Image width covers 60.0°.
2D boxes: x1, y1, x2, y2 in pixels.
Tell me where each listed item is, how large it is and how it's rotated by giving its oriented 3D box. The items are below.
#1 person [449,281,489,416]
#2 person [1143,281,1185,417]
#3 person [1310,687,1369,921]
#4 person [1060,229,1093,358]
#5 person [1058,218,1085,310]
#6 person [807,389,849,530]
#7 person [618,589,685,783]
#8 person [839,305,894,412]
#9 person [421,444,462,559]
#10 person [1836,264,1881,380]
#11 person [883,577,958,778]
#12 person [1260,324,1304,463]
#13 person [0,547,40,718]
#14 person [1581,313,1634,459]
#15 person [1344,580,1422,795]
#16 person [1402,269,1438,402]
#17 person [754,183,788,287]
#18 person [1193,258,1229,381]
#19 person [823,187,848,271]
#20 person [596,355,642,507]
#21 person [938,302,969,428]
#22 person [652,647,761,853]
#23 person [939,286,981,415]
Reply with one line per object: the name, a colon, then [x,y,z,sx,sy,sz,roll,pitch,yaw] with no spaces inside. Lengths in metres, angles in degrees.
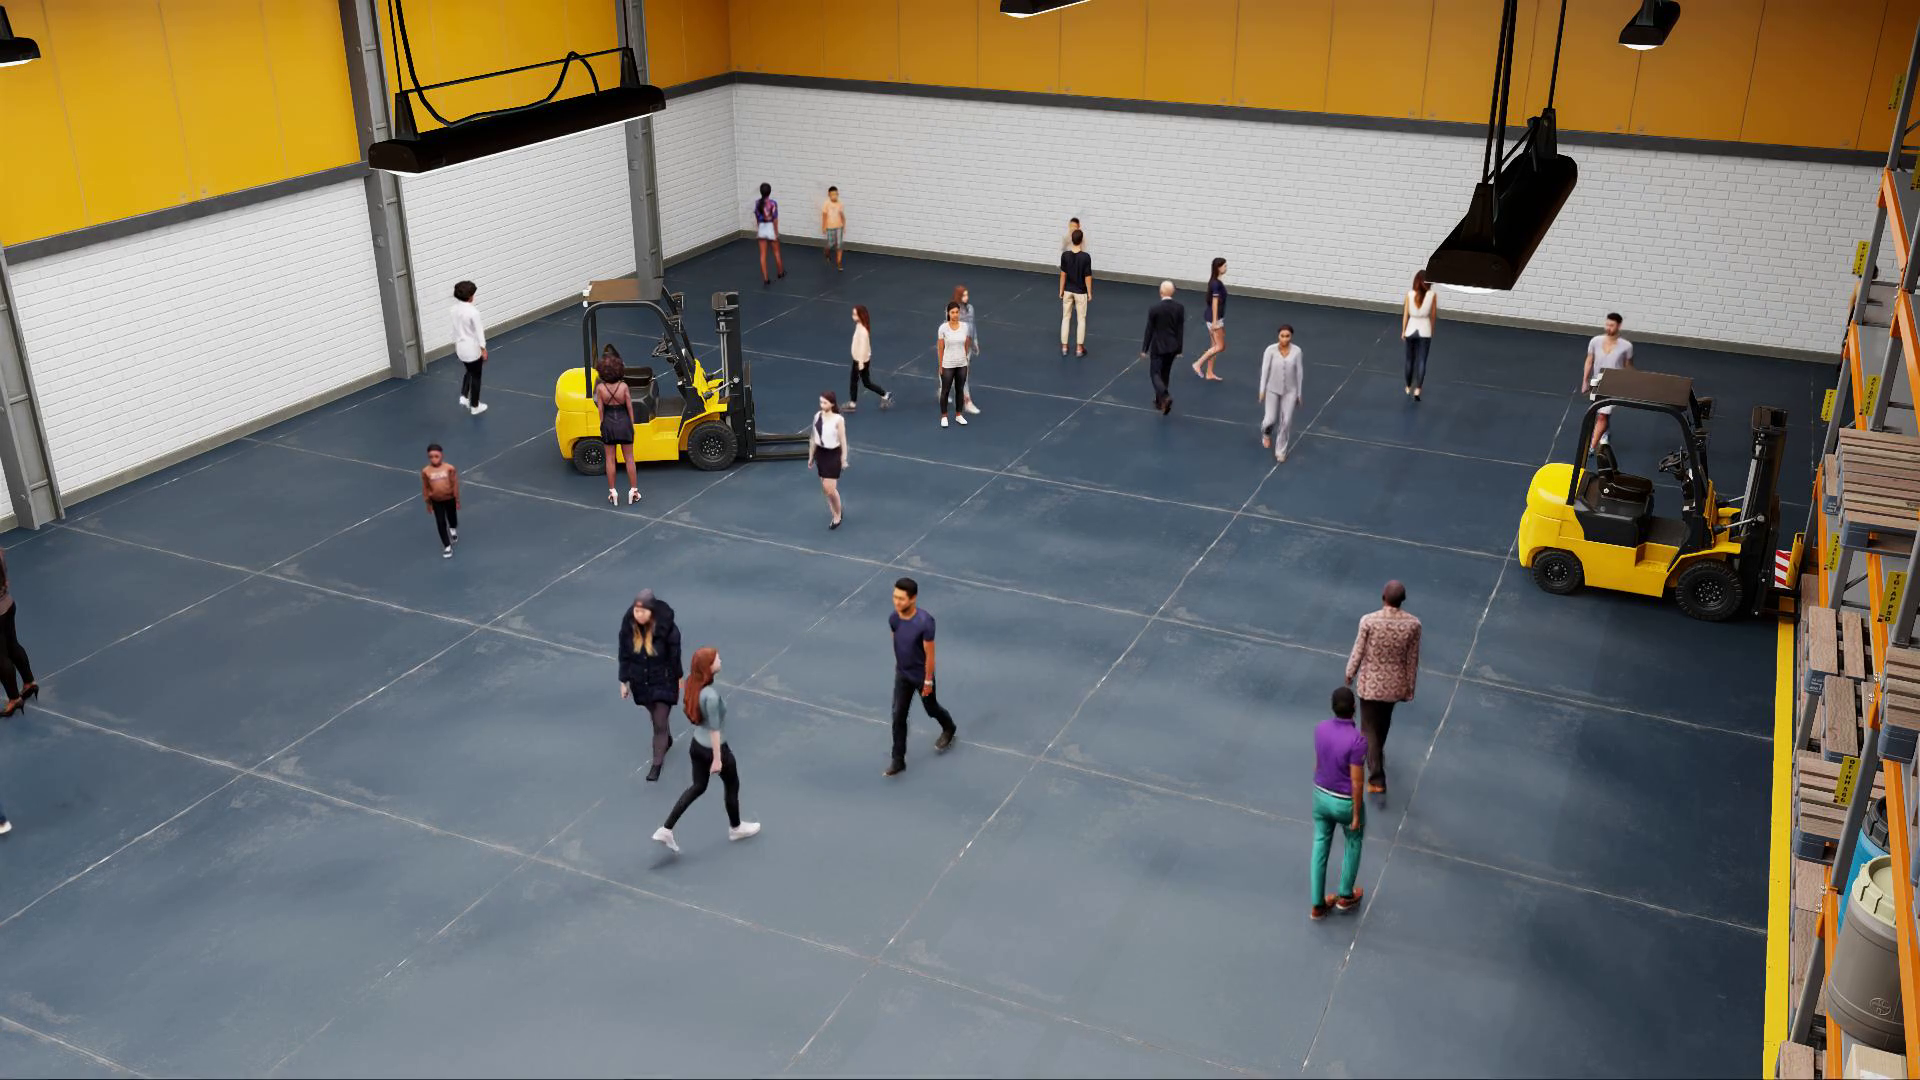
person: [-6.528,-2.509,21.928,0.634,1.798,0.650,11,26,23]
person: [2.711,-2.506,21.941,1.047,1.780,1.170,-4,24,-9]
person: [2.664,1.920,11.871,0.808,1.738,0.750,-18,30,-36]
person: [1.697,-3.634,24.436,0.645,1.851,0.559,9,25,20]
person: [1.826,-4.502,26.931,0.608,1.443,0.814,7,25,16]
person: [-1.406,-0.902,18.453,0.589,1.636,0.621,14,27,29]
person: [-2.512,1.135,13.803,0.840,1.628,1.112,4,24,9]
person: [-1.245,-2.398,22.096,0.993,1.460,0.966,-7,24,-15]
person: [-5.569,-0.458,17.929,0.767,1.243,0.850,-6,24,-13]
person: [12.675,-3.094,23.444,0.734,1.654,0.651,-4,24,-10]
person: [-0.310,1.085,13.763,0.752,1.752,1.157,16,28,32]
person: [3.951,-1.861,20.543,0.825,1.719,0.914,1,24,1]
person: [-8.474,0.668,14.608,0.804,1.840,0.685,0,24,-1]
person: [8.052,-1.928,20.607,0.976,1.791,1.390,19,30,36]
person: [3.417,1.207,13.441,1.090,1.787,1.287,-3,24,-7]
person: [6.228,-2.790,22.565,0.641,1.802,0.861,7,25,16]
person: [-3.281,-5.131,28.020,0.728,1.722,0.984,5,24,11]
person: [3.473,-3.074,23.274,0.748,1.754,0.685,3,24,7]
person: [-2.223,-5.478,29.157,0.764,1.447,0.825,-9,25,-19]
person: [-3.935,-1.260,19.086,0.645,1.787,0.681,-3,24,-7]
person: [-0.089,-2.296,21.630,0.653,1.647,0.715,-9,25,-19]
person: [-1.968,1.621,12.580,1.175,1.717,0.975,-14,27,-30]
person: [-0.036,-2.568,22.213,0.908,1.676,1.103,20,31,39]
